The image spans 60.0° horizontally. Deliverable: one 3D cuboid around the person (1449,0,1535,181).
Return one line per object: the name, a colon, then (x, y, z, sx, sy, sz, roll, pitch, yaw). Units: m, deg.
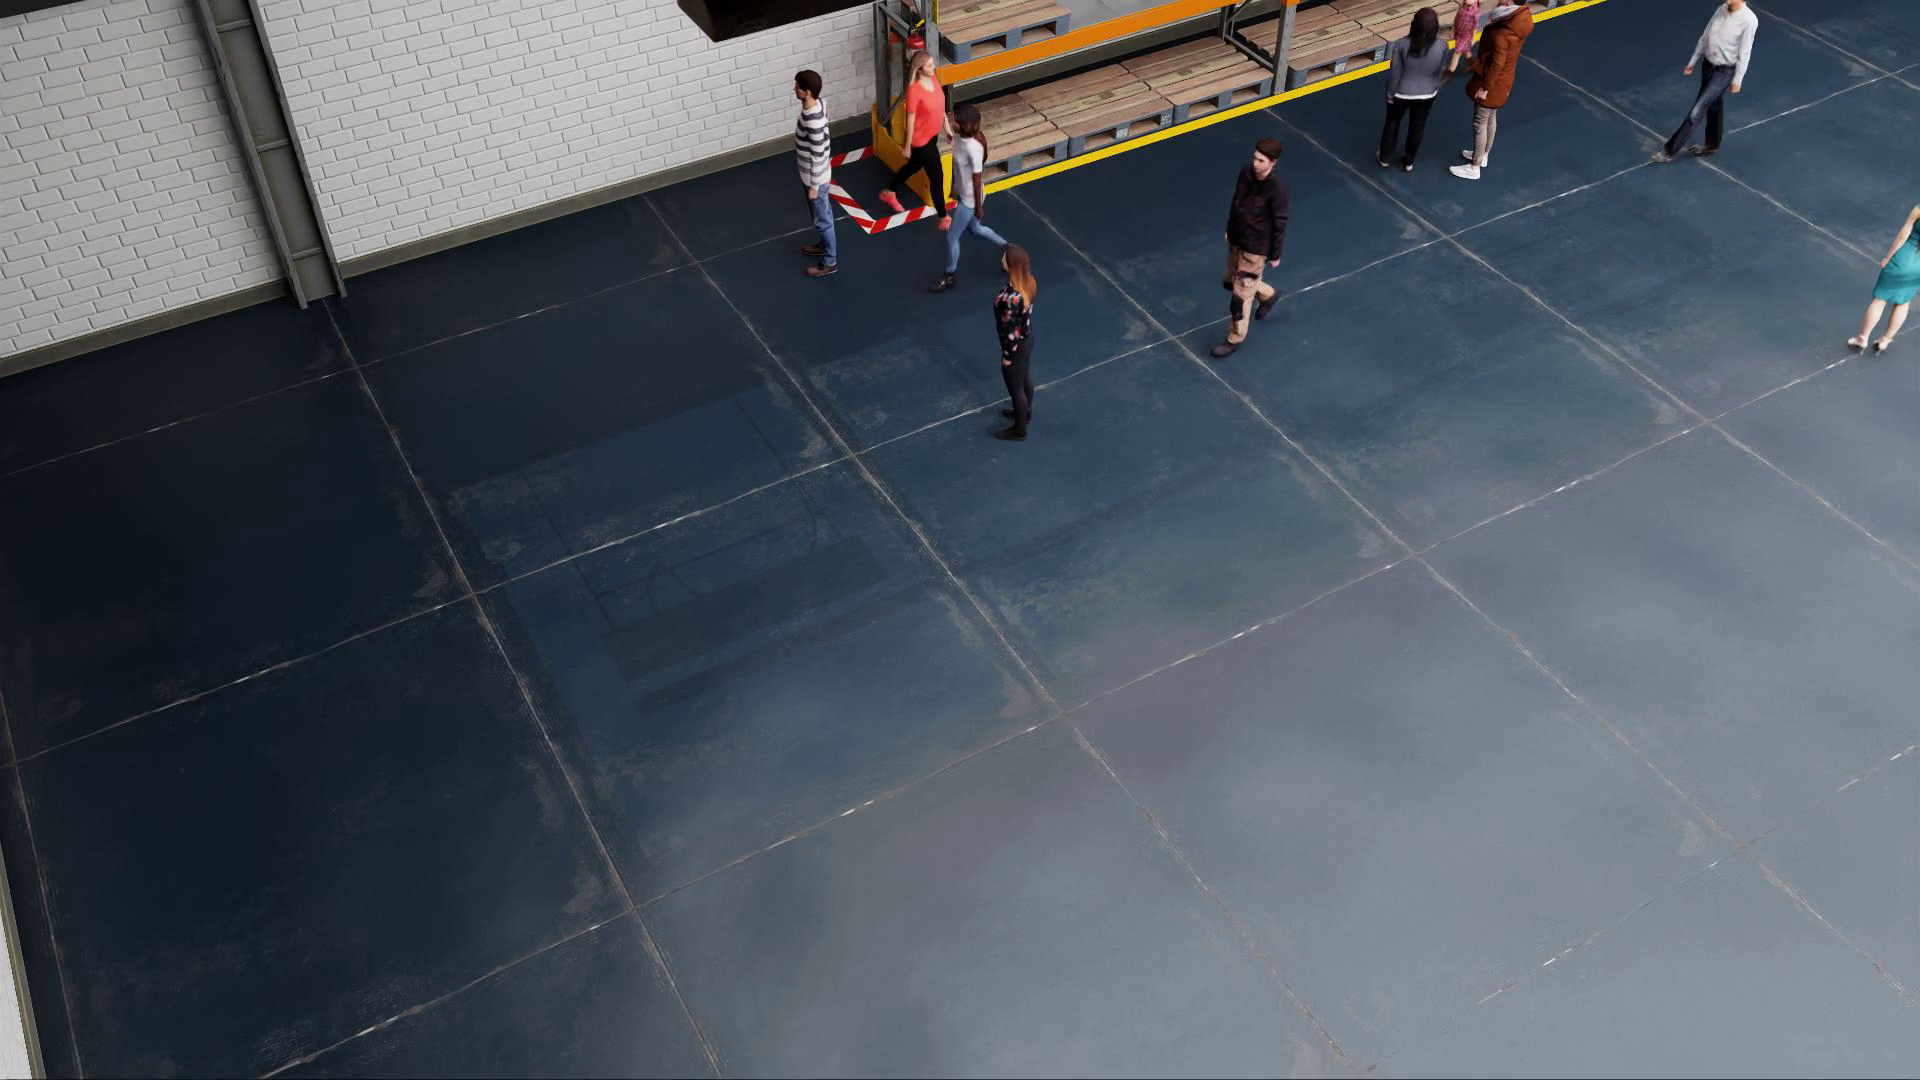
person: (4.857, -4.172, 15.114, 0.892, 1.839, 0.799, 25, 49, 24)

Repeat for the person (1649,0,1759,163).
person: (7.067, -4.335, 15.325, 1.118, 1.784, 0.827, -12, 45, -12)

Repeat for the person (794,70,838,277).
person: (-1.204, -3.098, 13.976, 0.687, 1.854, 0.720, -3, 44, -3)

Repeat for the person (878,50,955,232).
person: (-0.401, -3.509, 14.550, 1.099, 1.658, 1.117, 16, 46, 16)

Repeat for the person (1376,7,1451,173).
person: (4.174, -4.104, 15.221, 0.790, 1.594, 0.863, 4, 44, 4)

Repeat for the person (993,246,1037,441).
person: (0.430, -1.470, 12.391, 0.707, 1.683, 0.646, 11, 45, 11)

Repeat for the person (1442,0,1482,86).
person: (5.093, -5.100, 16.685, 0.727, 1.016, 0.427, -21, 47, -20)

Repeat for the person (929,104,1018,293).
person: (0.152, -2.844, 13.830, 1.143, 1.688, 0.752, -11, 45, -12)

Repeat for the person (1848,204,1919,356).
person: (7.498, -2.177, 13.129, 0.568, 1.689, 0.675, 1, 44, 1)

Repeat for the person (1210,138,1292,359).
person: (2.357, -2.354, 13.157, 1.031, 1.907, 0.730, -26, 49, -25)
